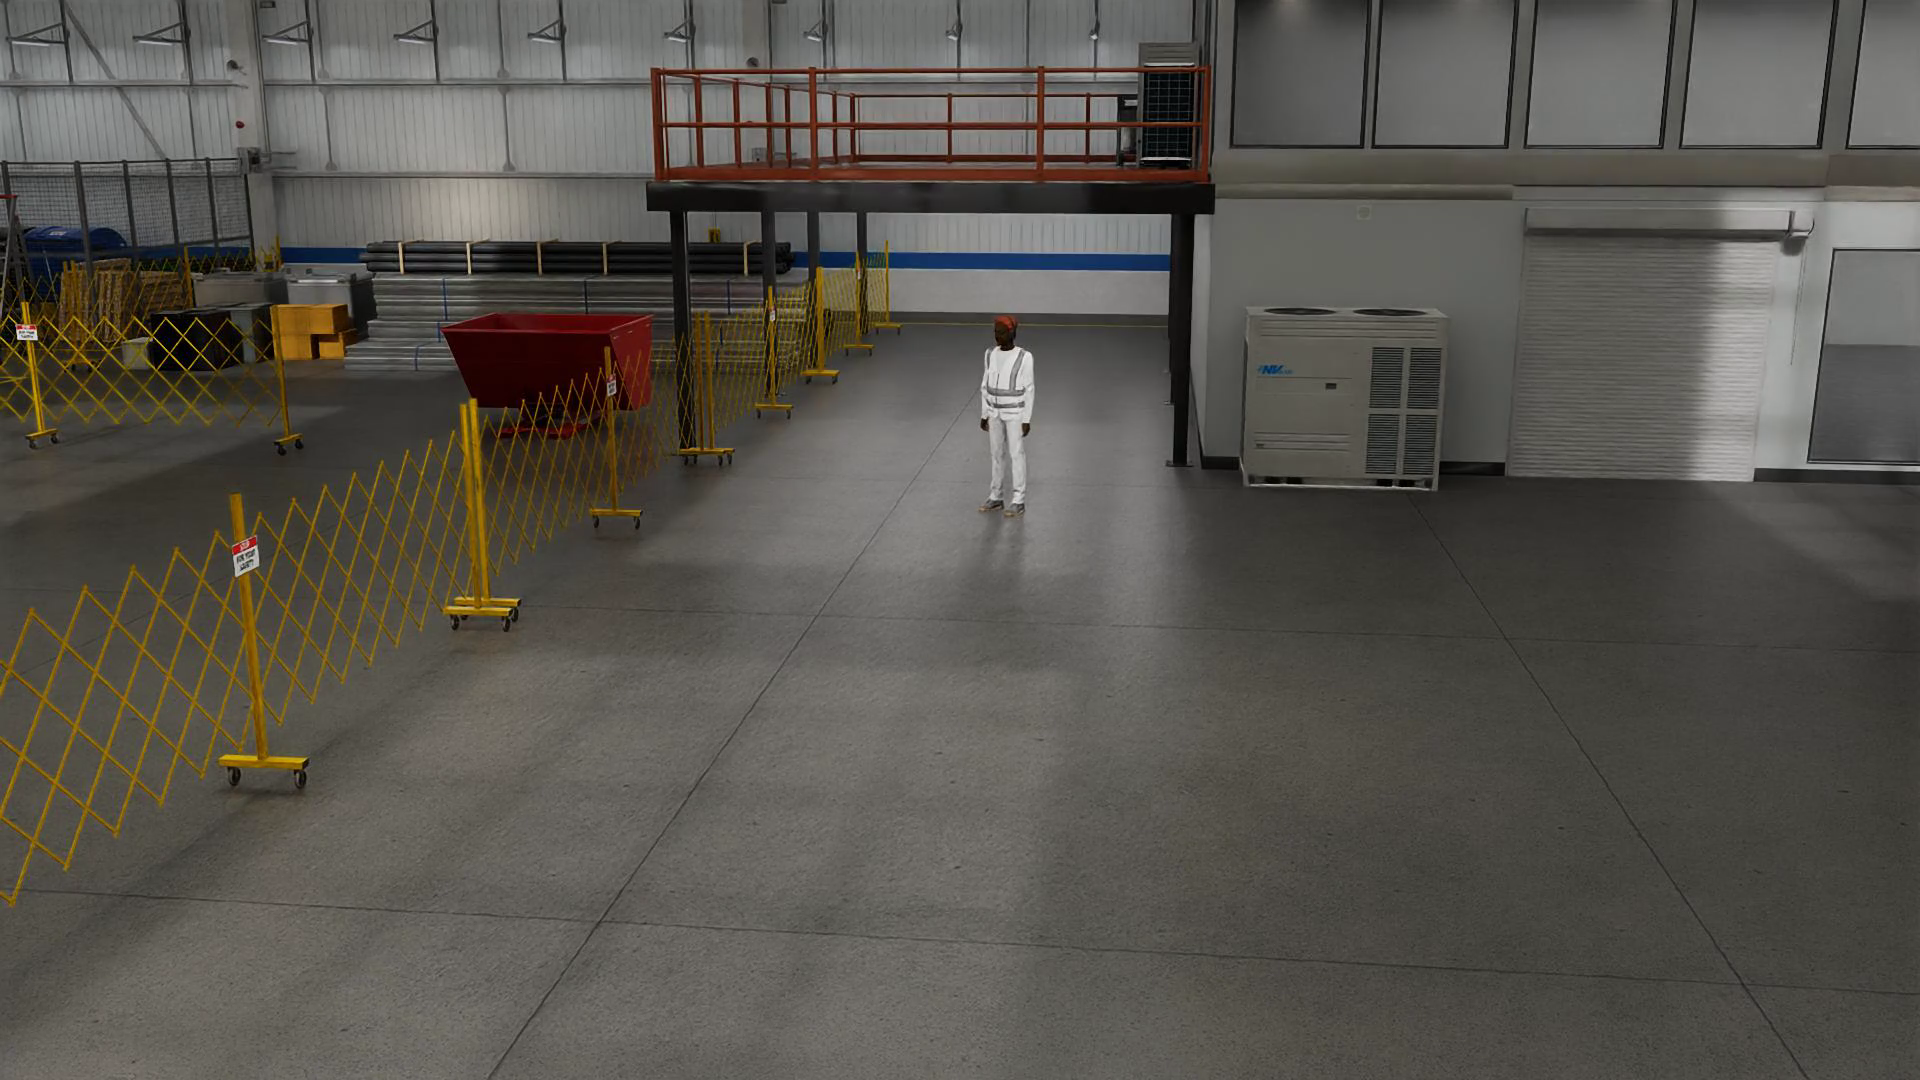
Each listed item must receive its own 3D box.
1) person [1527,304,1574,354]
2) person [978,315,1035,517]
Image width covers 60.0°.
[{"bbox_3d":[7.272,-2.386,20.572,0.432,1.892,0.679,-7,16,-28],"label":"person"},{"bbox_3d":[0.429,-1.165,15.631,0.584,1.881,0.346,11,18,38],"label":"person"}]
